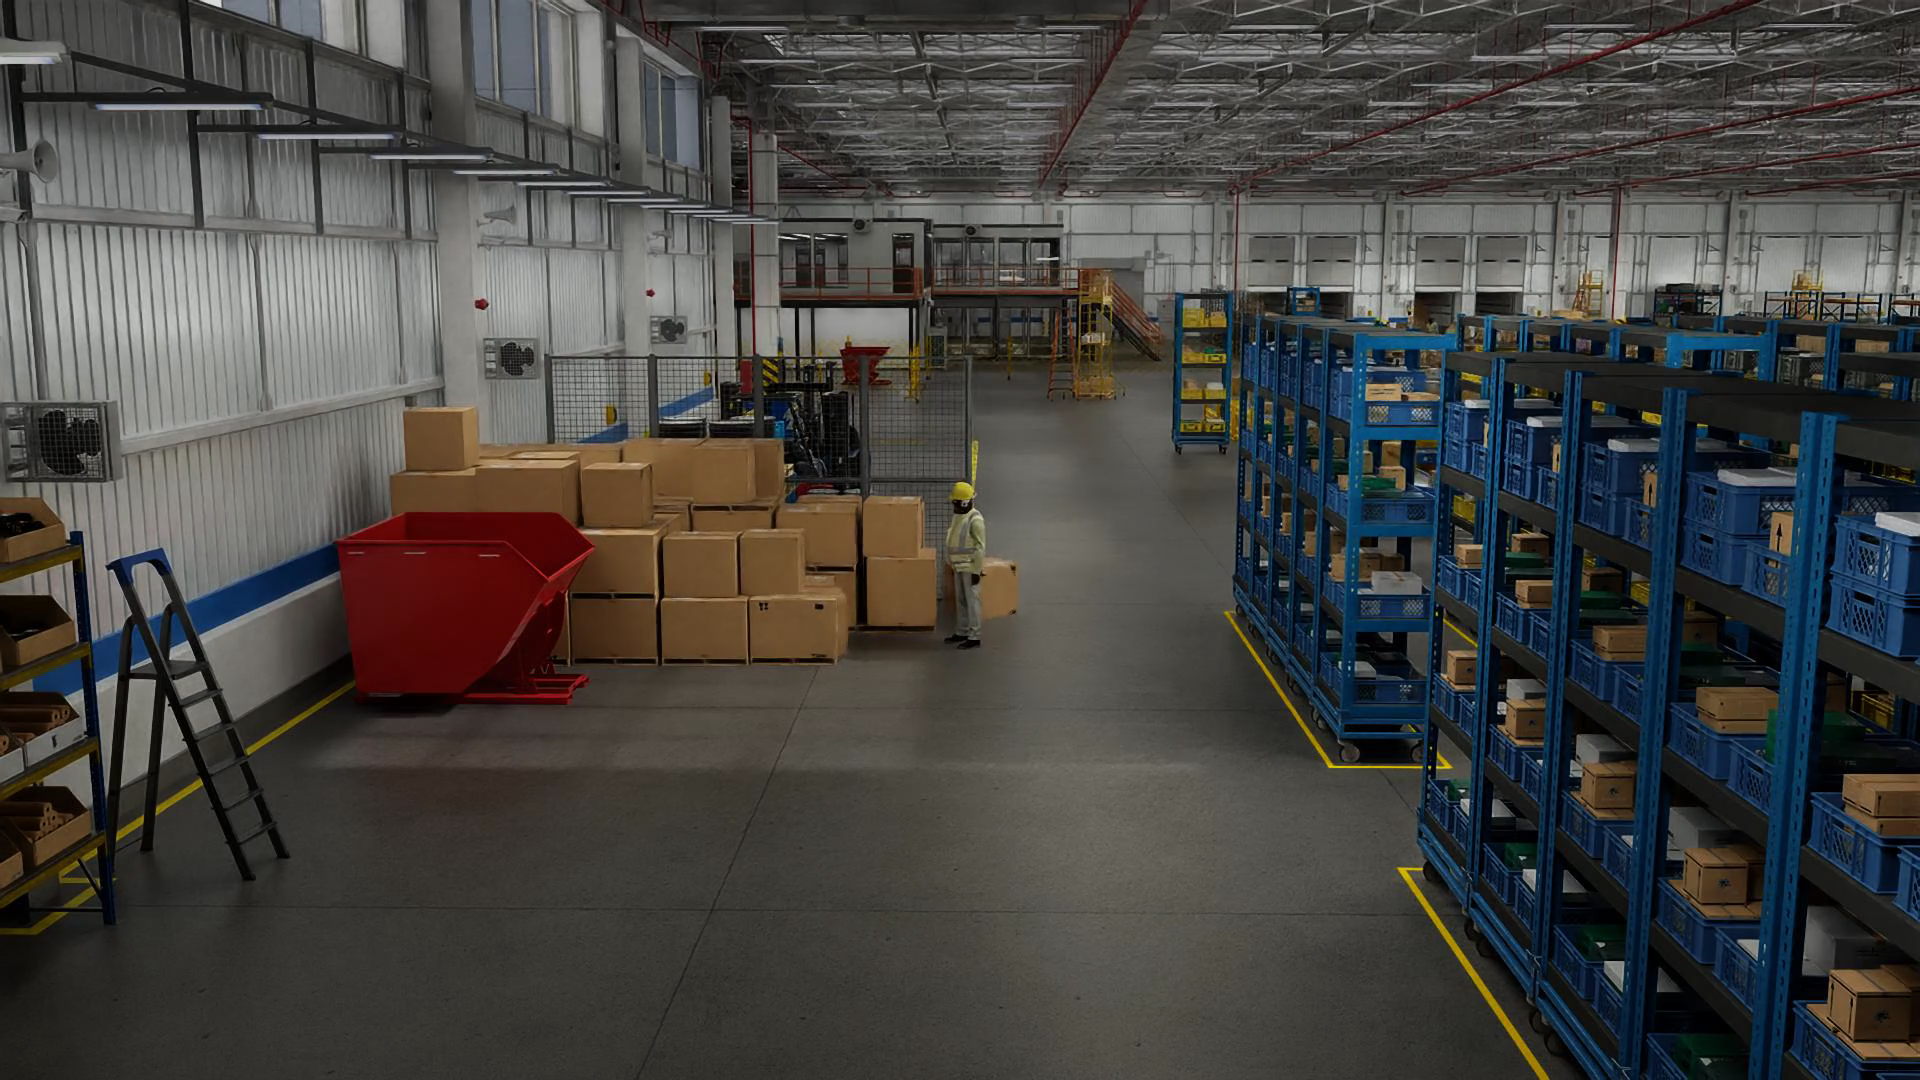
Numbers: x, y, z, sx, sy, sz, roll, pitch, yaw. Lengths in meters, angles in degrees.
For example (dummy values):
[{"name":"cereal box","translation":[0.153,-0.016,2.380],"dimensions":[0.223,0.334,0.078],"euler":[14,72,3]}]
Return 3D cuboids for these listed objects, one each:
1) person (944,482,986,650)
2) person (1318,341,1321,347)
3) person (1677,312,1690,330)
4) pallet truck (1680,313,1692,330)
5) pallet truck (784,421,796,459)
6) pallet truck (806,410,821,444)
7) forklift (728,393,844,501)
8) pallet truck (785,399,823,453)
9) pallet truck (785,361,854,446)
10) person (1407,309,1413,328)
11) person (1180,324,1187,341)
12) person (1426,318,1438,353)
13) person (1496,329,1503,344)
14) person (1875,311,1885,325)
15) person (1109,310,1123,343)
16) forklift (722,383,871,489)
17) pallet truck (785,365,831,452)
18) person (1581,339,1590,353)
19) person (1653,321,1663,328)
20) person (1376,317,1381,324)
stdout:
[{"name":"person","translation":[0.055,0.277,18.097],"dimensions":[0.404,1.828,0.591],"euler":[-4,10,-25]},{"name":"person","translation":[12.346,-6.010,57.199],"dimensions":[0.884,1.726,0.528],"euler":[7,12,37]},{"name":"person","translation":[38.023,-11.010,87.343],"dimensions":[0.653,1.957,0.530],"euler":[9,13,44]},{"name":"pallet truck","translation":[36.315,-10.531,84.244],"dimensions":[0.823,1.965,1.885],"euler":[-6,11,-33]},{"name":"pallet truck","translation":[-4.013,-1.793,32.705],"dimensions":[1.601,1.201,0.680],"euler":[0,9,1]},{"name":"pallet truck","translation":[-3.559,-2.018,33.905],"dimensions":[1.522,1.261,0.704],"euler":[0,9,-1]},{"name":"forklift","translation":[-2.979,-1.316,26.476],"dimensions":[2.680,1.987,1.157],"euler":[0,9,1]},{"name":"pallet truck","translation":[-3.814,-2.432,36.419],"dimensions":[1.630,1.274,0.653],"euler":[0,9,1]},{"name":"pallet truck","translation":[-3.410,-3.193,38.978],"dimensions":[1.885,1.965,0.823],"euler":[0,9,-1]},{"name":"person","translation":[25.637,-12.204,94.811],"dimensions":[0.394,1.920,0.584],"euler":[5,10,27]},{"name":"person","translation":[12.843,-12.425,96.161],"dimensions":[0.618,1.923,0.760],"euler":[6,11,32]},{"name":"person","translation":[23.412,-10.134,82.504],"dimensions":[0.817,1.786,0.644],"euler":[-6,11,-31]},{"name":"person","translation":[25.893,-9.856,80.320],"dimensions":[0.714,1.923,0.630],"euler":[-5,10,-28]},{"name":"person","translation":[50.833,-11.708,91.881],"dimensions":[0.457,1.869,0.604],"euler":[-3,10,-19]},{"name":"person","translation":[8.888,-12.139,94.559],"dimensions":[0.954,1.877,0.543],"euler":[-5,11,-30]},{"name":"forklift","translation":[-2.893,-1.687,28.729],"dimensions":[2.680,1.987,1.157],"euler":[0,9,-1]},{"name":"pallet truck","translation":[-3.774,-2.976,37.635],"dimensions":[1.885,1.965,0.823],"euler":[1,9,5]},{"name":"person","translation":[25.399,-7.849,67.620],"dimensions":[0.647,2.019,0.637],"euler":[1,9,3]},{"name":"person","translation":[31.493,-8.936,74.947],"dimensions":[0.662,1.831,0.335],"euler":[3,10,17]},{"name":"person","translation":[19.582,-9.510,78.207],"dimensions":[0.736,1.911,0.582],"euler":[-8,12,-41]}]
